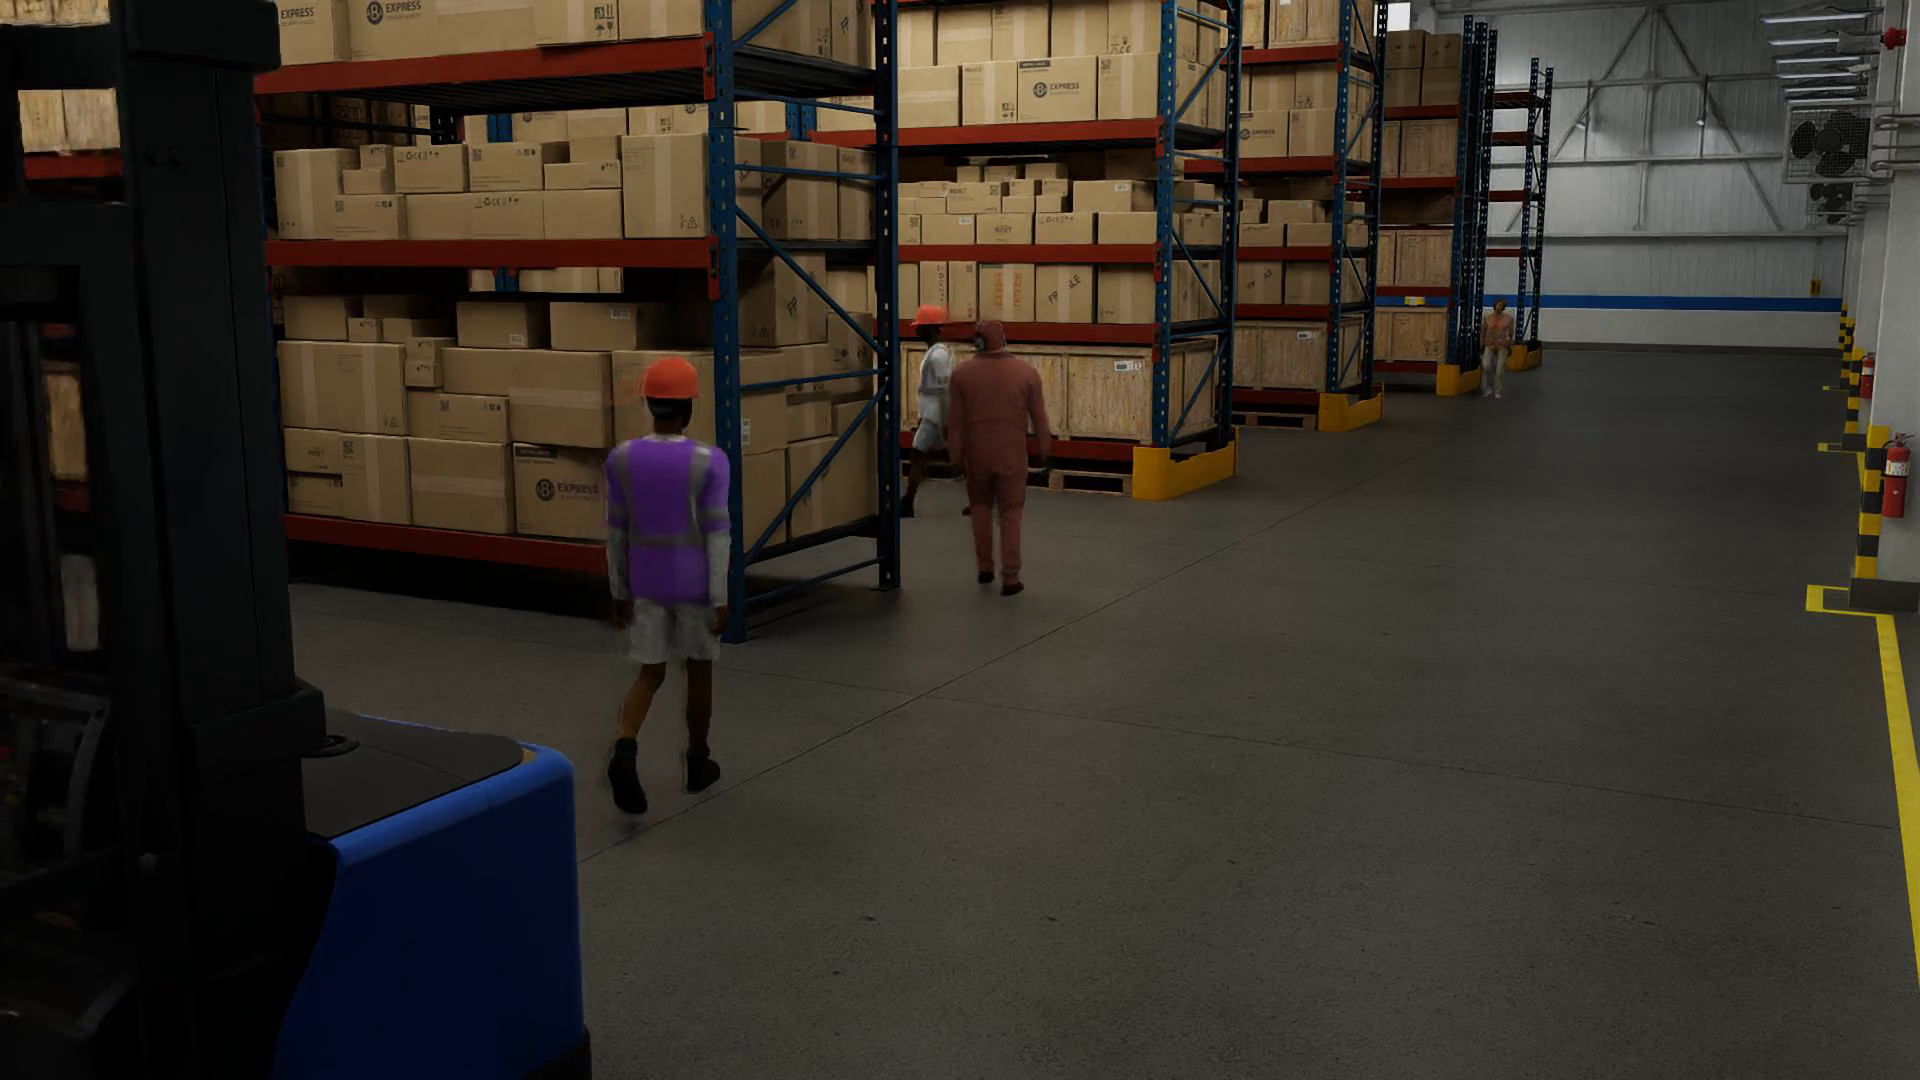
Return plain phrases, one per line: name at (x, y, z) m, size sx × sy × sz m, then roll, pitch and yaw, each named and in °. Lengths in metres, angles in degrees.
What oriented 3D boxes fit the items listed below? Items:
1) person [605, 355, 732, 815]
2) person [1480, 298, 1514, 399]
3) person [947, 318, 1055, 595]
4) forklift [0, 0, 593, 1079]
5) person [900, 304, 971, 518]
person at (-1.232, 0.191, 6.949) m, size 0.548 × 1.916 × 0.796 m, roll 2°, pitch 10°, yaw 12°
person at (8.570, -3.052, 26.582) m, size 0.531 × 1.612 × 0.660 m, roll 5°, pitch 11°, yaw 25°
person at (0.298, -0.587, 11.525) m, size 0.727 × 1.876 × 0.715 m, roll 1°, pitch 10°, yaw 7°
forklift at (-1.814, 0.290, 3.565) m, size 1.129 × 2.768 × 1.873 m, roll 5°, pitch 11°, yaw 27°
person at (-0.176, -1.127, 14.654) m, size 0.991 × 1.903 × 0.555 m, roll 0°, pitch 10°, yaw -3°
